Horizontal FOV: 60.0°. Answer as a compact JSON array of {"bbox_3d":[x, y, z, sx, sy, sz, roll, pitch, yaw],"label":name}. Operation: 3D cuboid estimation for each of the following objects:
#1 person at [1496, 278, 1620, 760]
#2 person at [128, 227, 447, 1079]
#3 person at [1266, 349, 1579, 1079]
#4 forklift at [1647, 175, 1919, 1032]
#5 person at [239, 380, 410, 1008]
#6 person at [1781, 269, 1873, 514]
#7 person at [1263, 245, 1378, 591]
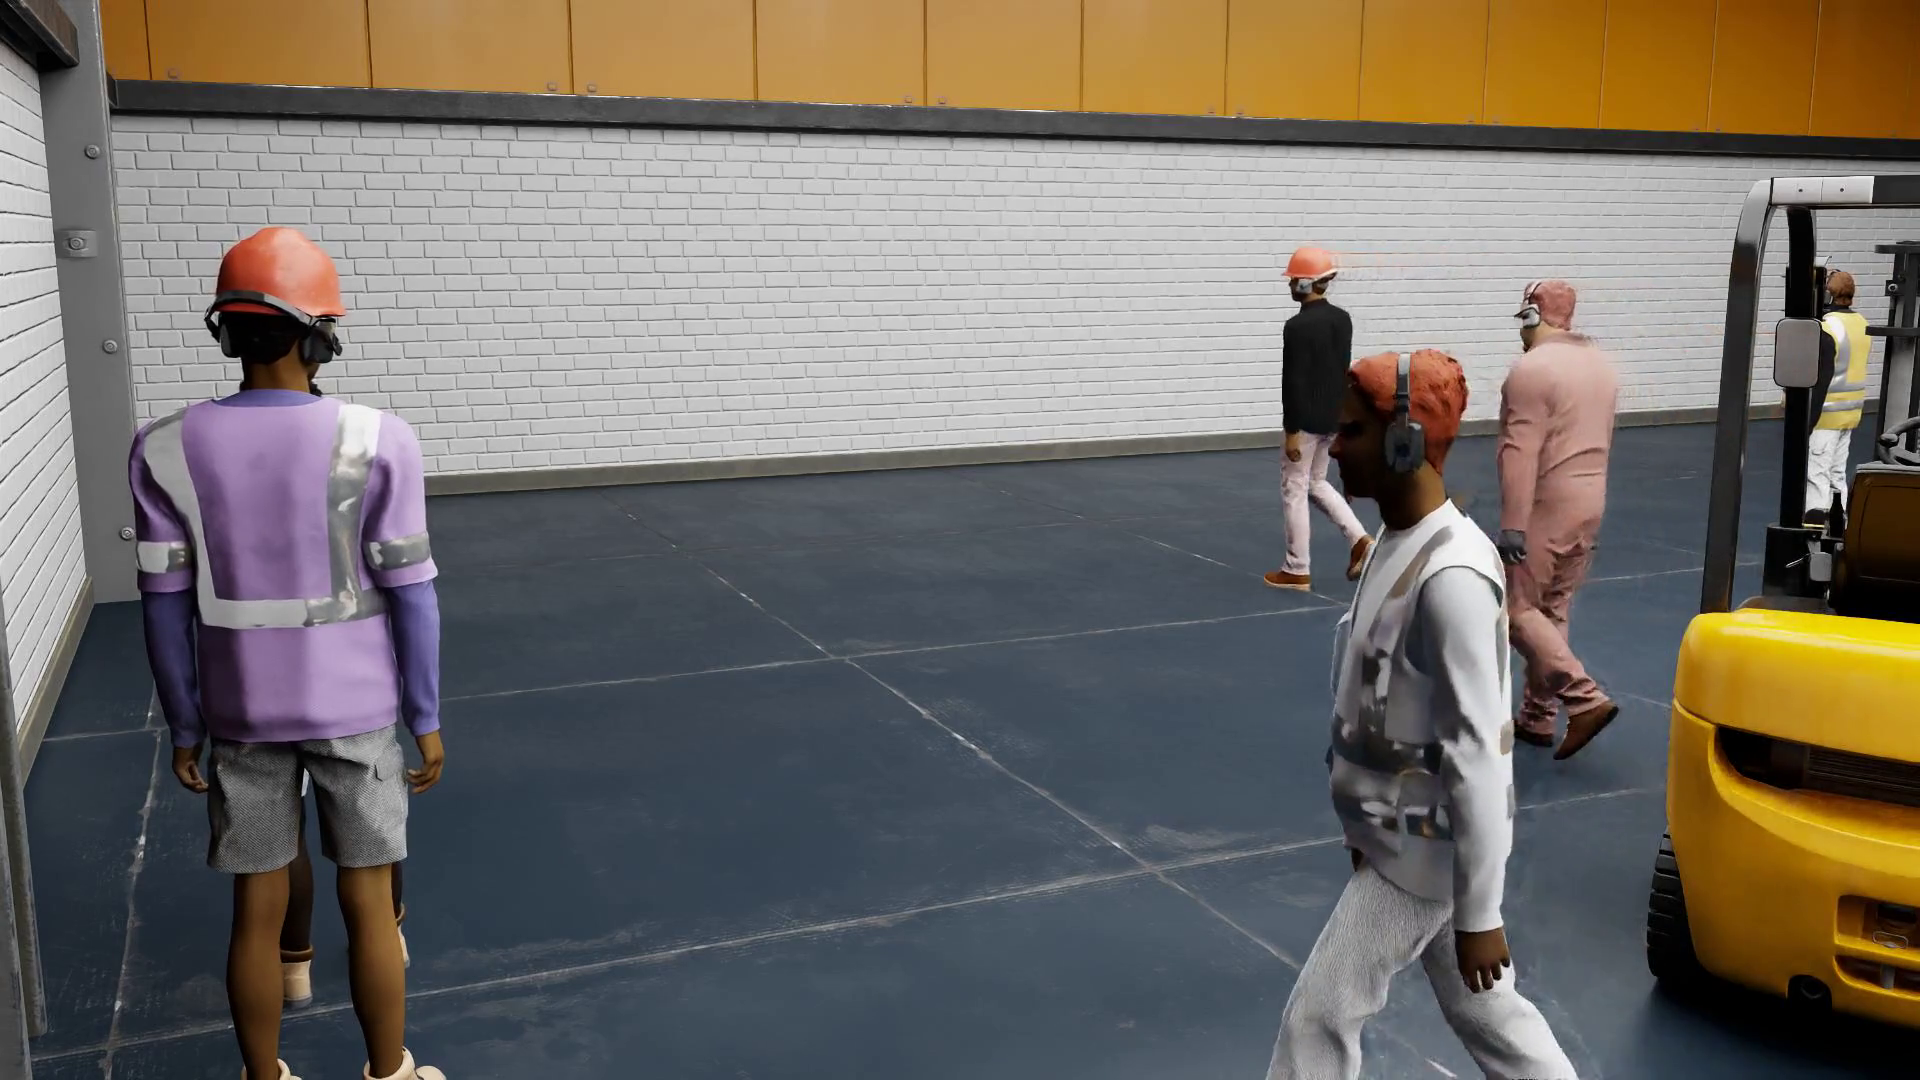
[{"bbox_3d":[2.375,-0.080,6.535,0.700,1.865,0.622,-8,13,-38],"label":"person"},{"bbox_3d":[-1.427,0.359,3.620,0.608,2.044,0.378,-1,10,-5],"label":"person"},{"bbox_3d":[0.893,0.557,3.122,1.014,1.837,0.574,2,10,9],"label":"person"},{"bbox_3d":[2.810,0.094,4.662,1.214,2.155,2.313,7,12,34],"label":"forklift"},{"bbox_3d":[-1.742,0.387,4.444,0.321,1.691,0.532,9,14,40],"label":"person"},{"bbox_3d":[5.156,-0.694,9.975,0.637,1.842,0.429,-9,13,-40],"label":"person"},{"bbox_3d":[2.061,-0.674,9.459,0.621,1.982,0.577,-10,14,-43],"label":"person"}]
